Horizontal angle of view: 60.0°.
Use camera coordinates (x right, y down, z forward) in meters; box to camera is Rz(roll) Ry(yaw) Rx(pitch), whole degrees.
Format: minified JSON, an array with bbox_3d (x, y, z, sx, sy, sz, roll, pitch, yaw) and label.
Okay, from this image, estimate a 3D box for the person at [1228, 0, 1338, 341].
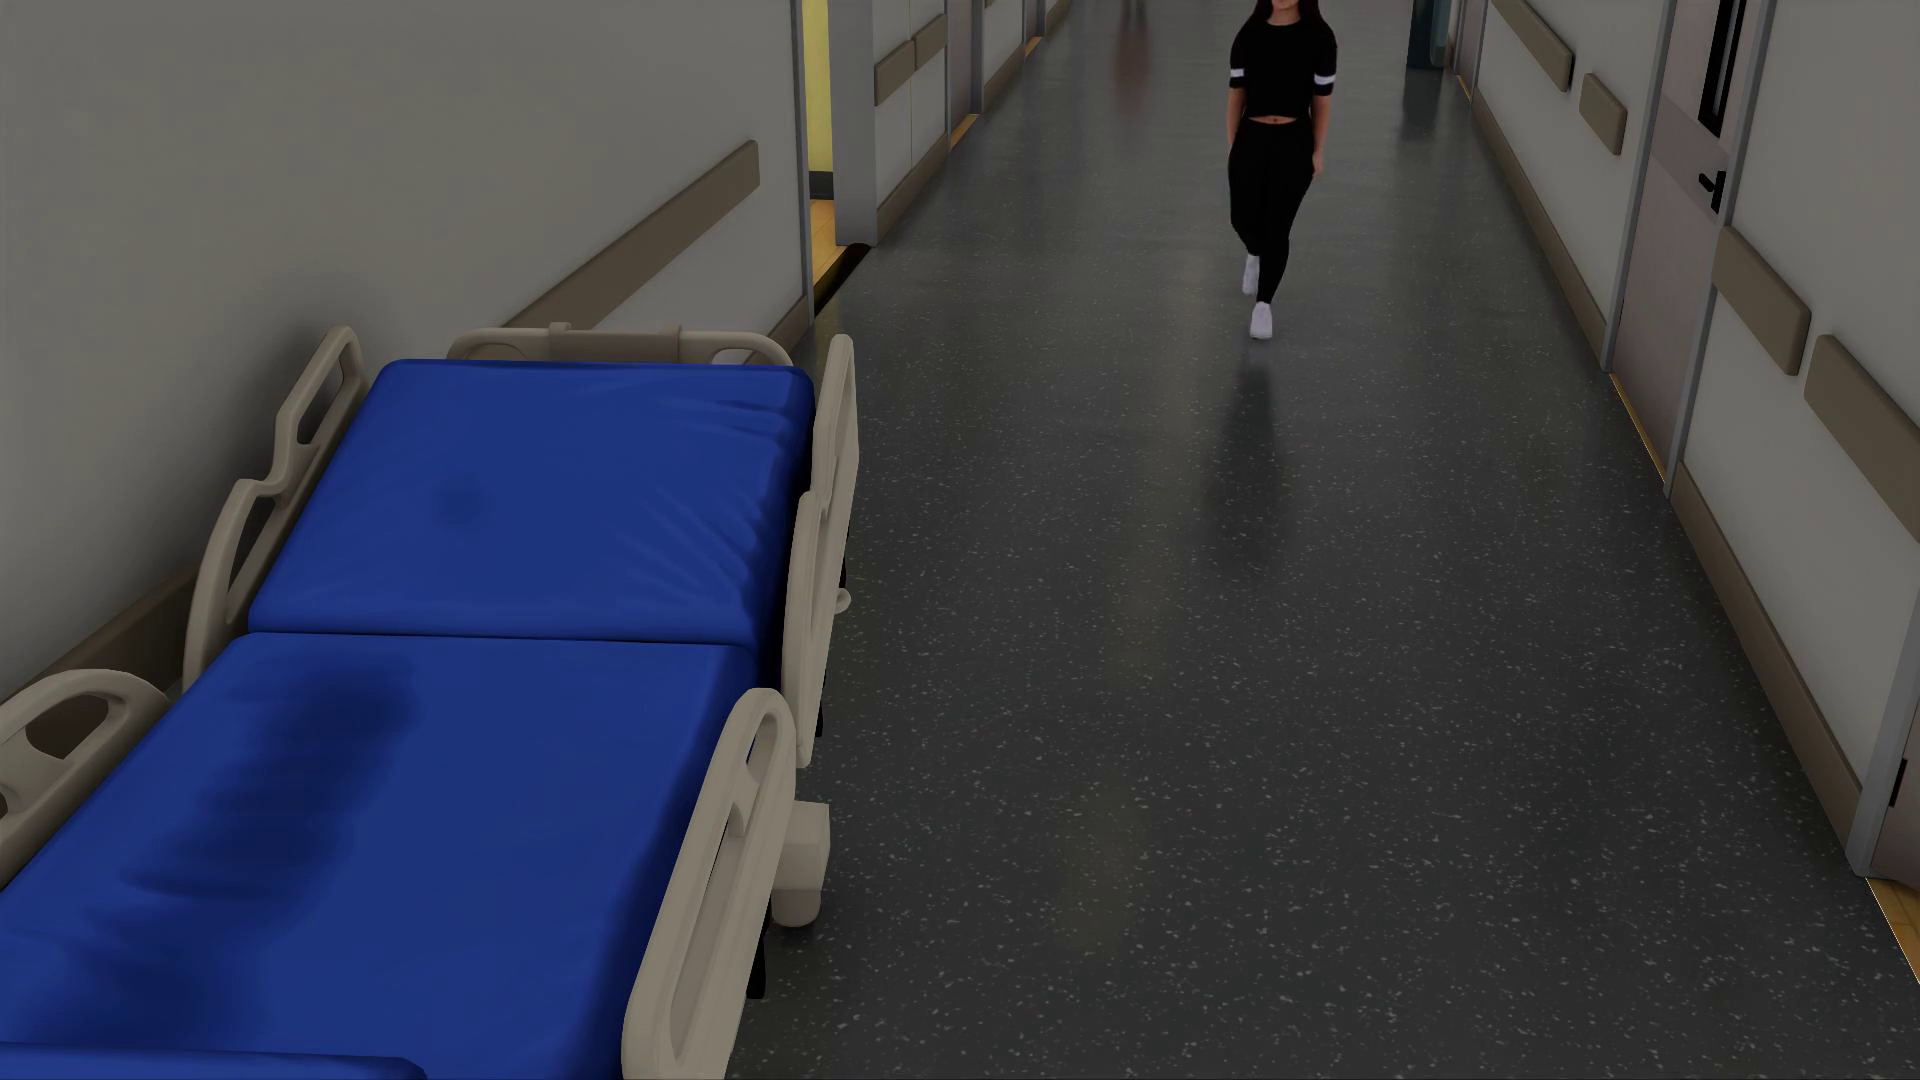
[{"bbox_3d":[1.381,-1.717,7.246,0.765,1.629,0.692,6,26,12],"label":"person"}]
